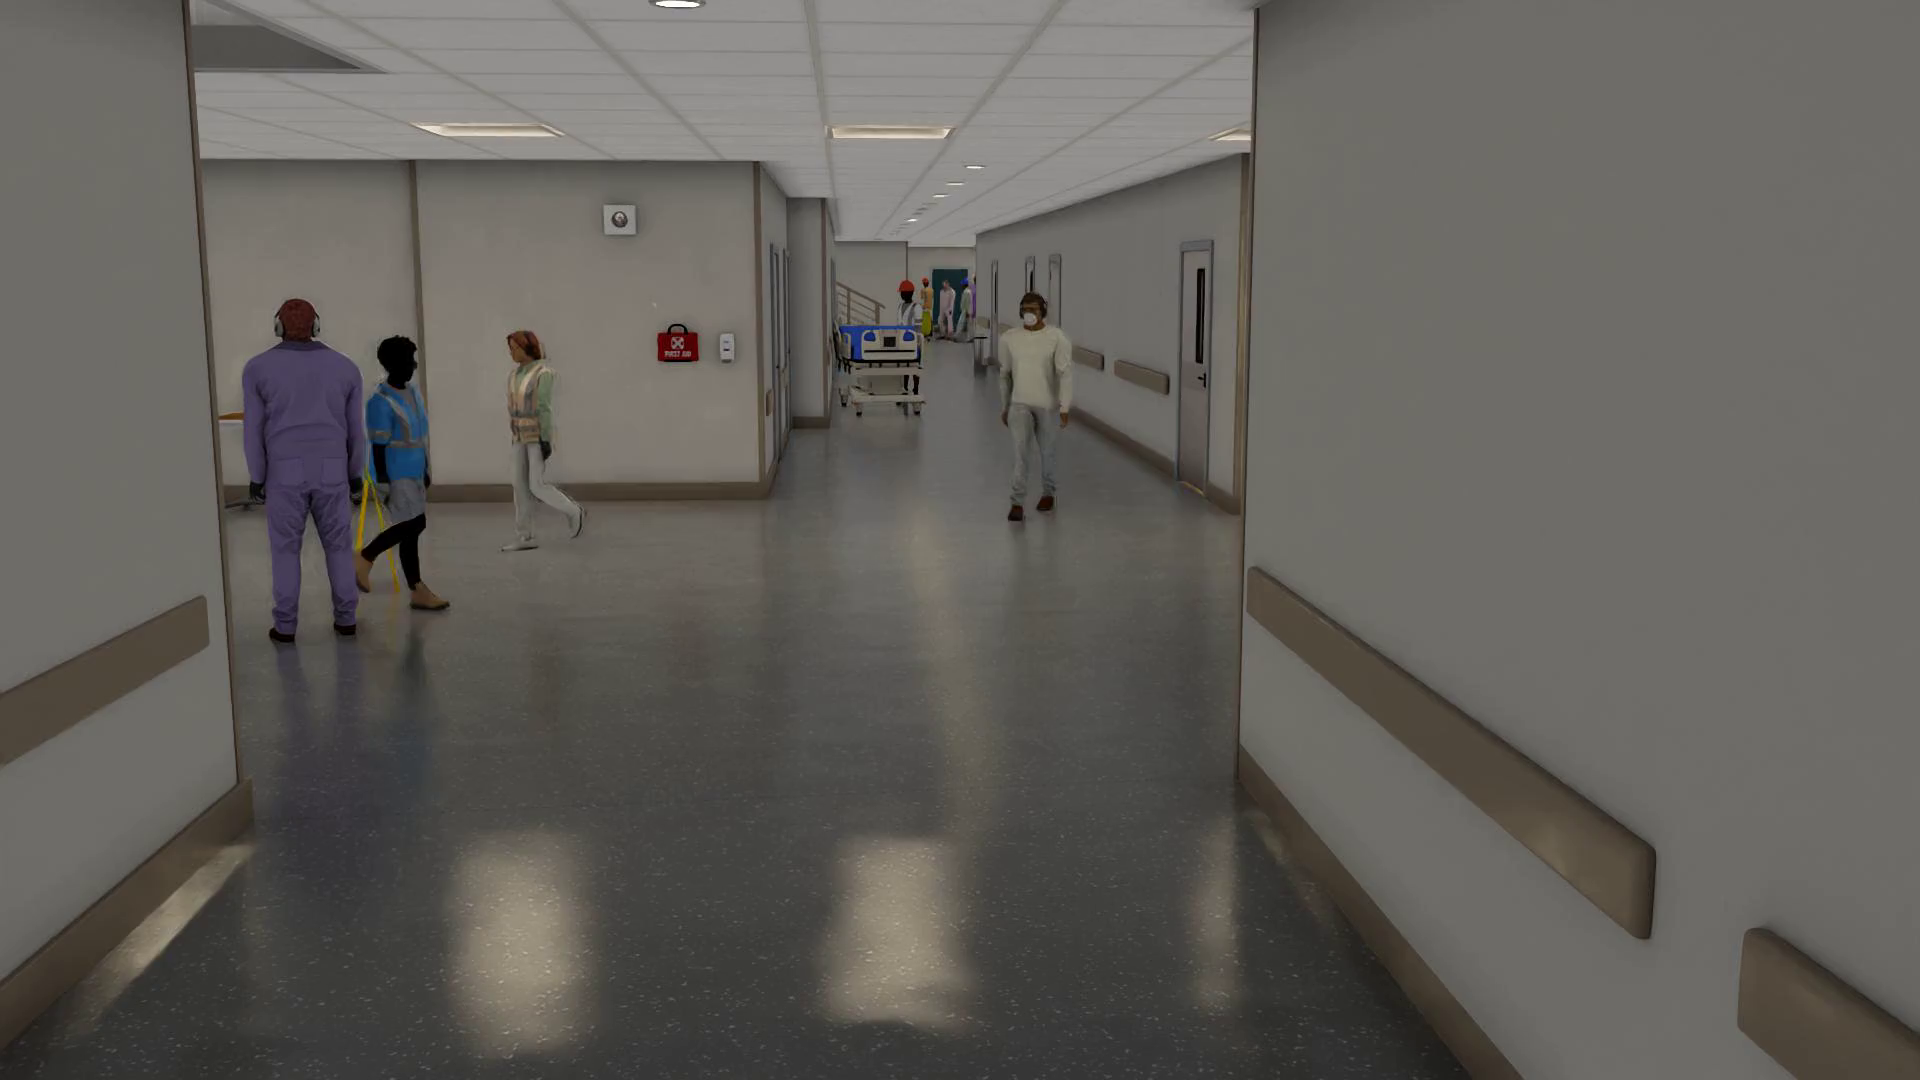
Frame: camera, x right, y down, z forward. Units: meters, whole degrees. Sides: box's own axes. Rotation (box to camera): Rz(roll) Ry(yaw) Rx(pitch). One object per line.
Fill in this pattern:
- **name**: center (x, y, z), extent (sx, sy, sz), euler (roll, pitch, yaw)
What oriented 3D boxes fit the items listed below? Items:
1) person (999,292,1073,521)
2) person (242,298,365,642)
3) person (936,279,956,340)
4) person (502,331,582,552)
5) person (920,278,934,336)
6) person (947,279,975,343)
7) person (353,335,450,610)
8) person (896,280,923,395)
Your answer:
- **person**: center (0.635, -1.132, 13.965), extent (0.648, 1.889, 1.014), euler (2, 9, 15)
- **person**: center (-3.651, -0.391, 9.283), extent (0.644, 1.899, 0.397), euler (-6, 11, -34)
- **person**: center (-0.458, -7.211, 52.105), extent (0.672, 1.890, 0.552), euler (8, 12, 40)
- **person**: center (-3.103, -0.729, 12.236), extent (0.528, 1.621, 0.536), euler (8, 12, 40)
- **person**: center (-1.114, -7.680, 54.909), extent (0.547, 1.934, 0.376), euler (-9, 12, -43)
- **person**: center (0.062, -6.846, 49.743), extent (0.913, 1.910, 0.624), euler (2, 9, 13)
- **person**: center (-3.425, -0.395, 9.967), extent (0.603, 1.670, 0.572), euler (1, 9, 5)
- **person**: center (-0.848, -3.205, 26.809), extent (0.358, 1.938, 0.542), euler (-9, 12, -43)
